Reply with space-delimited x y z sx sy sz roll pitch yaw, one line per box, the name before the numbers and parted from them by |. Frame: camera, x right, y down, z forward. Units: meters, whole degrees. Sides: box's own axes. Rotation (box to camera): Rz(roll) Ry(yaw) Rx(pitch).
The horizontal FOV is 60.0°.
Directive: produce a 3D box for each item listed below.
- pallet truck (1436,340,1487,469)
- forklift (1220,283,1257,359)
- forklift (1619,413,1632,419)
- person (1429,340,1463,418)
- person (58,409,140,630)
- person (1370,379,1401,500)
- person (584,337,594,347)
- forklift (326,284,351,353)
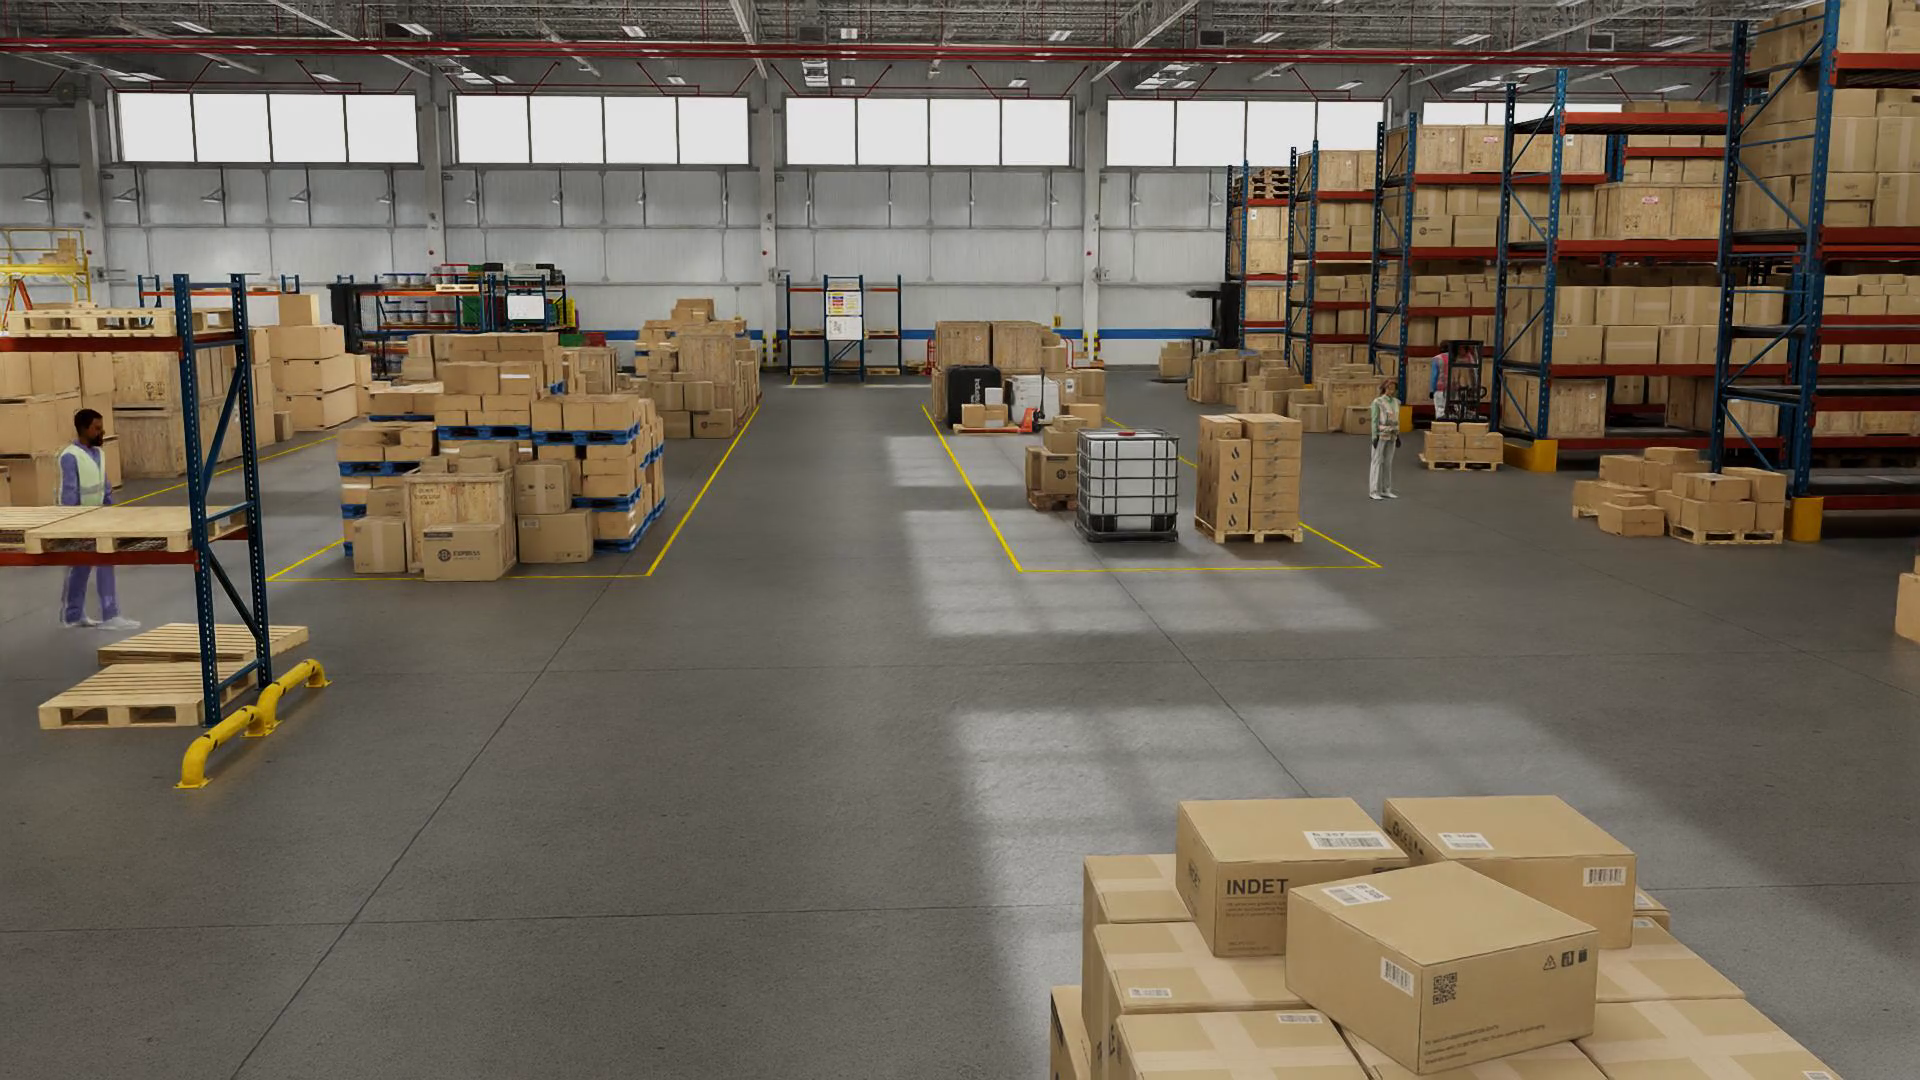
pallet truck | 8.004 -2.170 26.422 0.823 1.965 1.885 2 9 14
forklift | 6.923 -5.185 42.585 1.873 2.768 1.129 -1 9 -4
forklift | 13.357 -4.016 35.247 1.129 2.768 1.873 -1 9 -4
person | 8.925 -2.767 30.655 0.624 1.845 0.430 -3 9 -16
person | -7.340 -0.167 14.190 0.803 1.883 0.618 -1 9 -7
person | 5.746 -1.361 22.465 0.514 1.640 0.310 -6 11 -32
person | -8.416 -3.798 37.781 0.546 1.625 0.375 3 10 18
forklift | -14.317 -4.540 38.536 1.873 2.768 1.129 -2 9 -11
